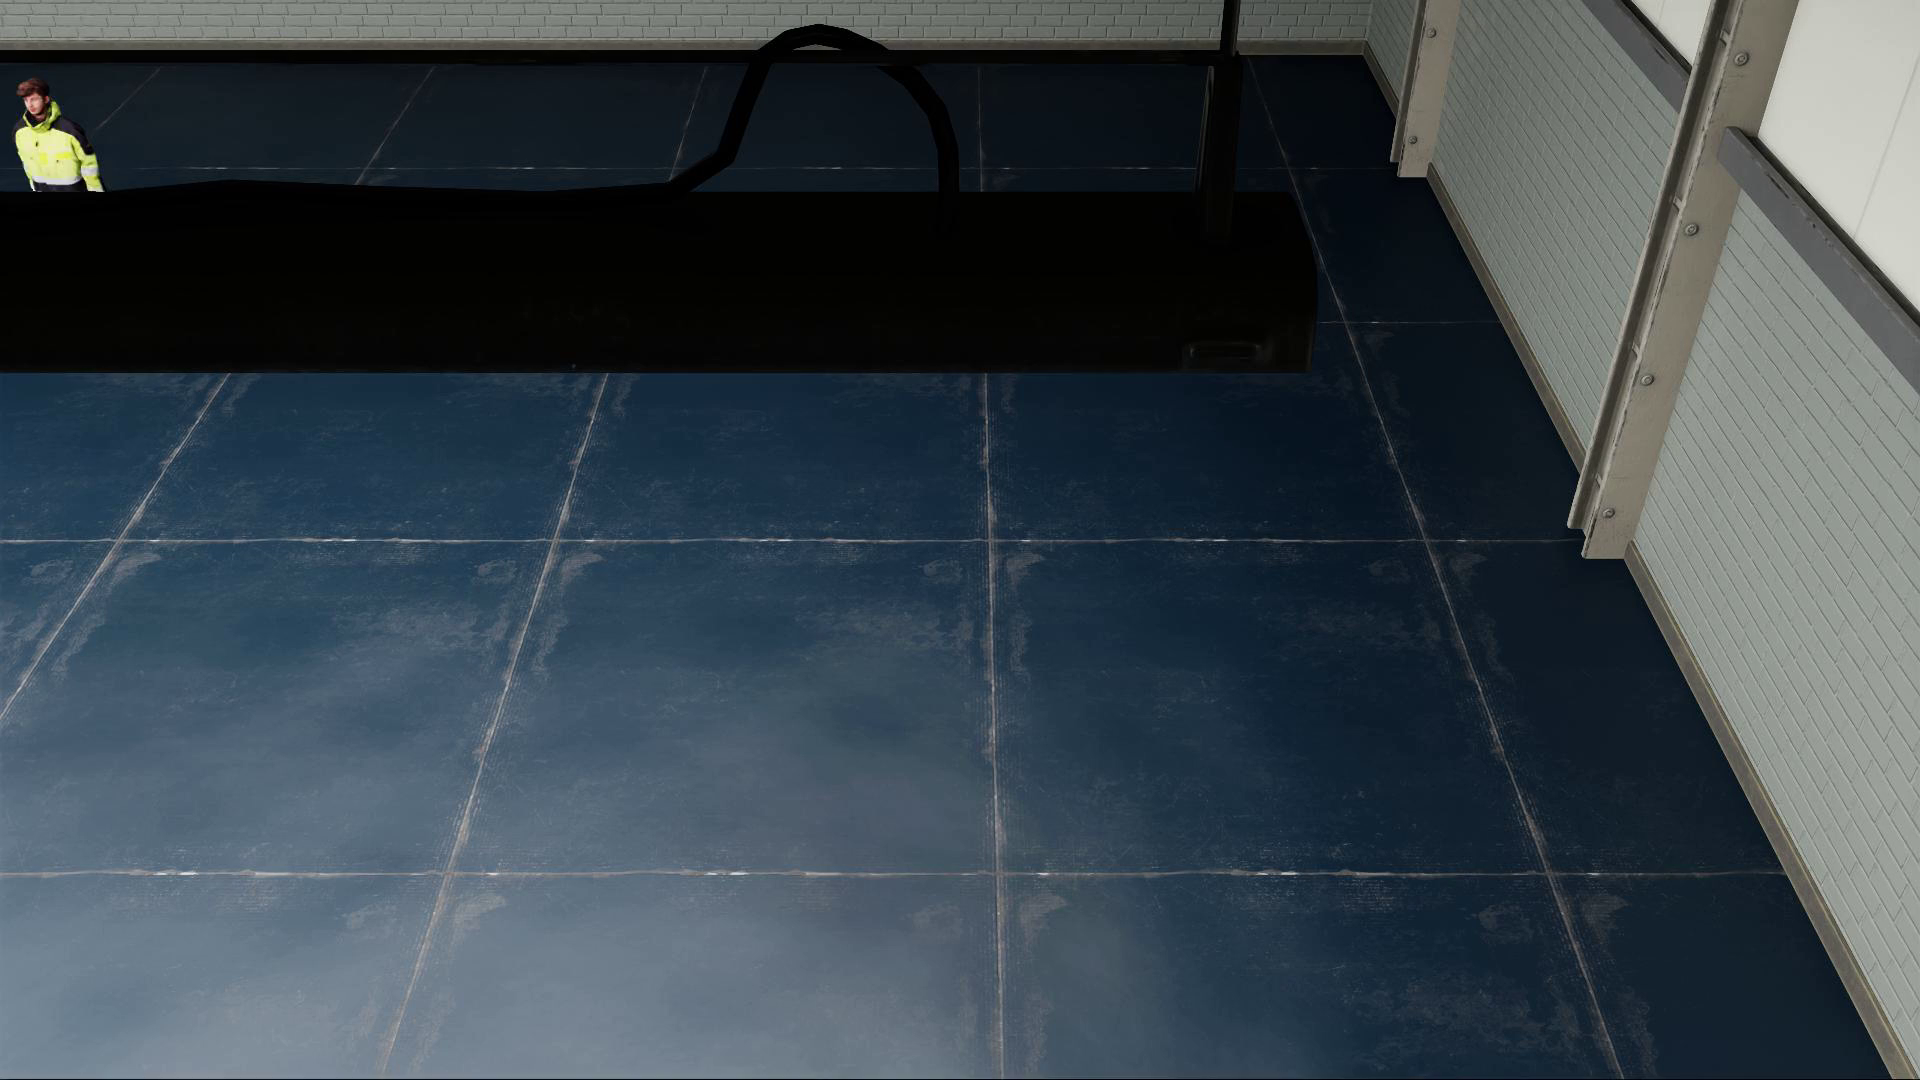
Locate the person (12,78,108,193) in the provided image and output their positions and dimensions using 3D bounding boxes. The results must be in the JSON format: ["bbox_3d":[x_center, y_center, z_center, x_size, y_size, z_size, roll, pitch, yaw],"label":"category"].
[{"bbox_3d":[-7.223,-2.856,13.575,0.769,1.969,0.667,1,37,1],"label":"person"}]
